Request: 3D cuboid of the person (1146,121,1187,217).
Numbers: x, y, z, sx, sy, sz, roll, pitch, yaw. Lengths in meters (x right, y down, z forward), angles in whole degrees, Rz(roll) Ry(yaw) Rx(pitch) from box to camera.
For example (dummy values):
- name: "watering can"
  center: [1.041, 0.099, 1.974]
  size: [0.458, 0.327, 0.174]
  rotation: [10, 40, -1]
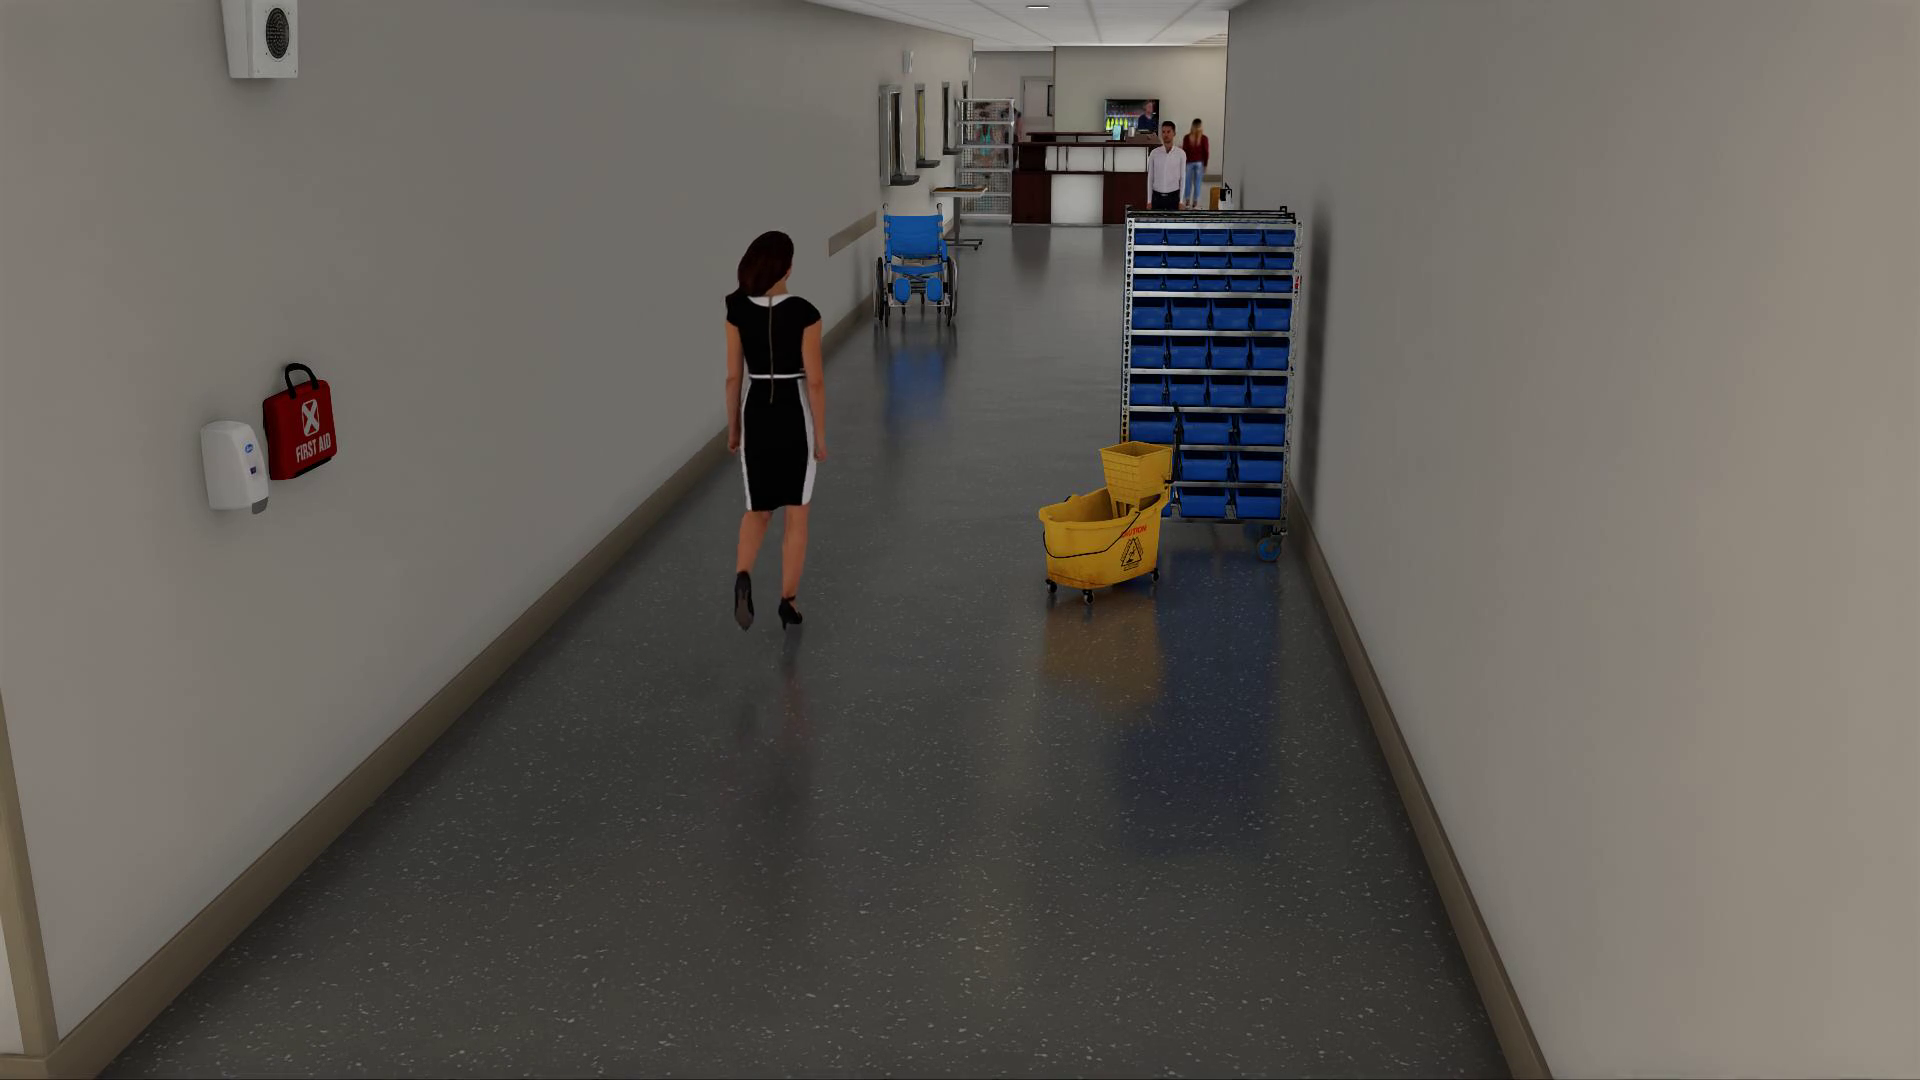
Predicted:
- name: "person"
  center: [2.524, -4.180, 20.367]
  size: [0.562, 1.868, 0.713]
  rotation: [4, 16, 13]

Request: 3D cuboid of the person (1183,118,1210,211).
- name: "person"
  center: [4.215, -6.730, 29.882]
  size: [0.757, 1.612, 0.702]
  rotation: [2, 16, 8]

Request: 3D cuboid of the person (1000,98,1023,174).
- name: "person"
  center: [1.258, -9.930, 40.885]
  size: [1.127, 1.801, 0.850]
  rotation: [-1, 16, -3]

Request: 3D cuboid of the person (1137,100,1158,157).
- name: "person"
  center: [3.789, -8.090, 34.252]
  size: [0.978, 1.859, 1.021]
  rotation: [-11, 19, -34]

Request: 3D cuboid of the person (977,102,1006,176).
- name: "person"
  center: [0.673, -9.524, 39.630]
  size: [1.245, 1.700, 1.083]
  rotation: [14, 21, 41]

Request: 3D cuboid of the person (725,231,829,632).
- name: "person"
  center: [-0.806, -0.403, 7.137]
  size: [0.877, 1.778, 0.693]
  rotation: [3, 16, 11]

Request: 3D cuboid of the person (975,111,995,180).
- name: "person"
  center: [0.582, -9.189, 38.764]
  size: [0.942, 1.527, 0.800]
  rotation: [-4, 16, -13]
